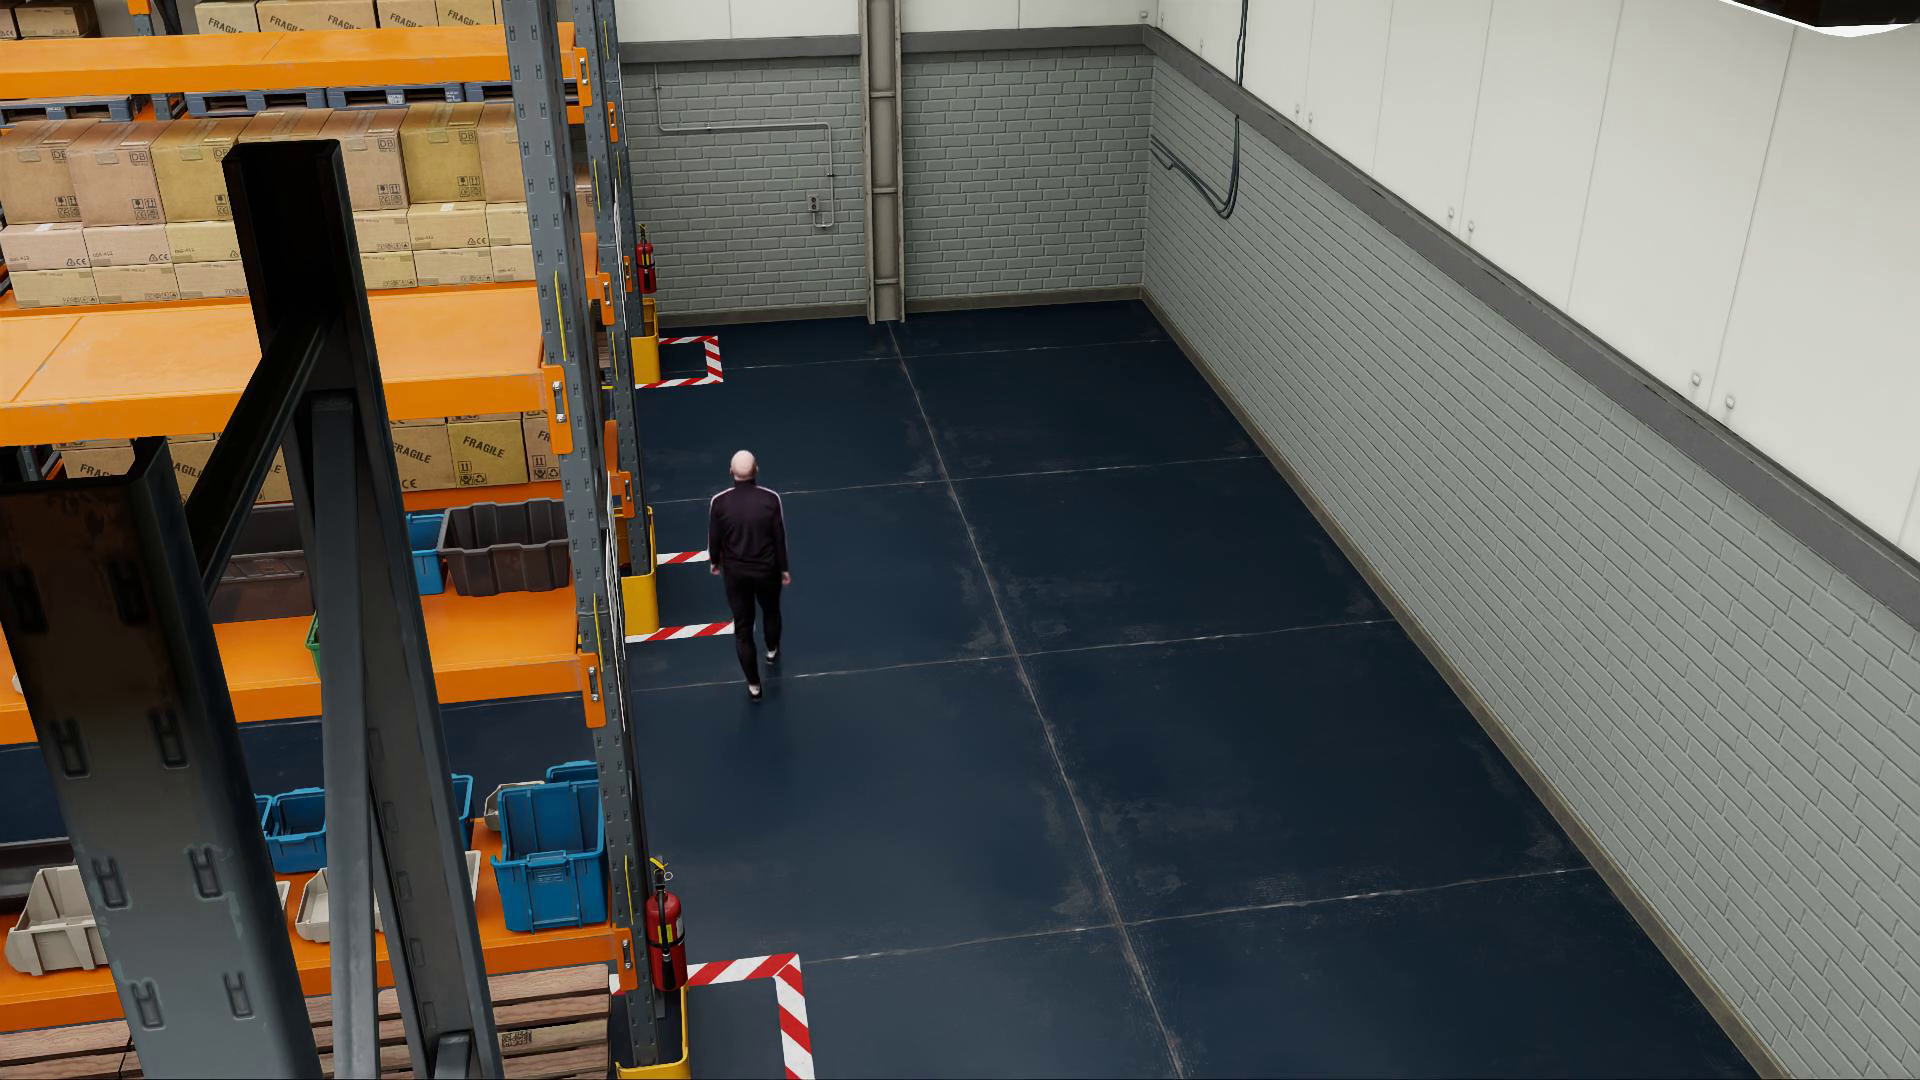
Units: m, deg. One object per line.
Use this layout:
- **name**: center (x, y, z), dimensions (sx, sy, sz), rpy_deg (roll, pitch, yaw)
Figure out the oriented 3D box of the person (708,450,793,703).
- **person**: center (-1.427, 0.296, 11.418), dimensions (0.893, 1.806, 0.765), rpy_deg (-4, 28, -8)
